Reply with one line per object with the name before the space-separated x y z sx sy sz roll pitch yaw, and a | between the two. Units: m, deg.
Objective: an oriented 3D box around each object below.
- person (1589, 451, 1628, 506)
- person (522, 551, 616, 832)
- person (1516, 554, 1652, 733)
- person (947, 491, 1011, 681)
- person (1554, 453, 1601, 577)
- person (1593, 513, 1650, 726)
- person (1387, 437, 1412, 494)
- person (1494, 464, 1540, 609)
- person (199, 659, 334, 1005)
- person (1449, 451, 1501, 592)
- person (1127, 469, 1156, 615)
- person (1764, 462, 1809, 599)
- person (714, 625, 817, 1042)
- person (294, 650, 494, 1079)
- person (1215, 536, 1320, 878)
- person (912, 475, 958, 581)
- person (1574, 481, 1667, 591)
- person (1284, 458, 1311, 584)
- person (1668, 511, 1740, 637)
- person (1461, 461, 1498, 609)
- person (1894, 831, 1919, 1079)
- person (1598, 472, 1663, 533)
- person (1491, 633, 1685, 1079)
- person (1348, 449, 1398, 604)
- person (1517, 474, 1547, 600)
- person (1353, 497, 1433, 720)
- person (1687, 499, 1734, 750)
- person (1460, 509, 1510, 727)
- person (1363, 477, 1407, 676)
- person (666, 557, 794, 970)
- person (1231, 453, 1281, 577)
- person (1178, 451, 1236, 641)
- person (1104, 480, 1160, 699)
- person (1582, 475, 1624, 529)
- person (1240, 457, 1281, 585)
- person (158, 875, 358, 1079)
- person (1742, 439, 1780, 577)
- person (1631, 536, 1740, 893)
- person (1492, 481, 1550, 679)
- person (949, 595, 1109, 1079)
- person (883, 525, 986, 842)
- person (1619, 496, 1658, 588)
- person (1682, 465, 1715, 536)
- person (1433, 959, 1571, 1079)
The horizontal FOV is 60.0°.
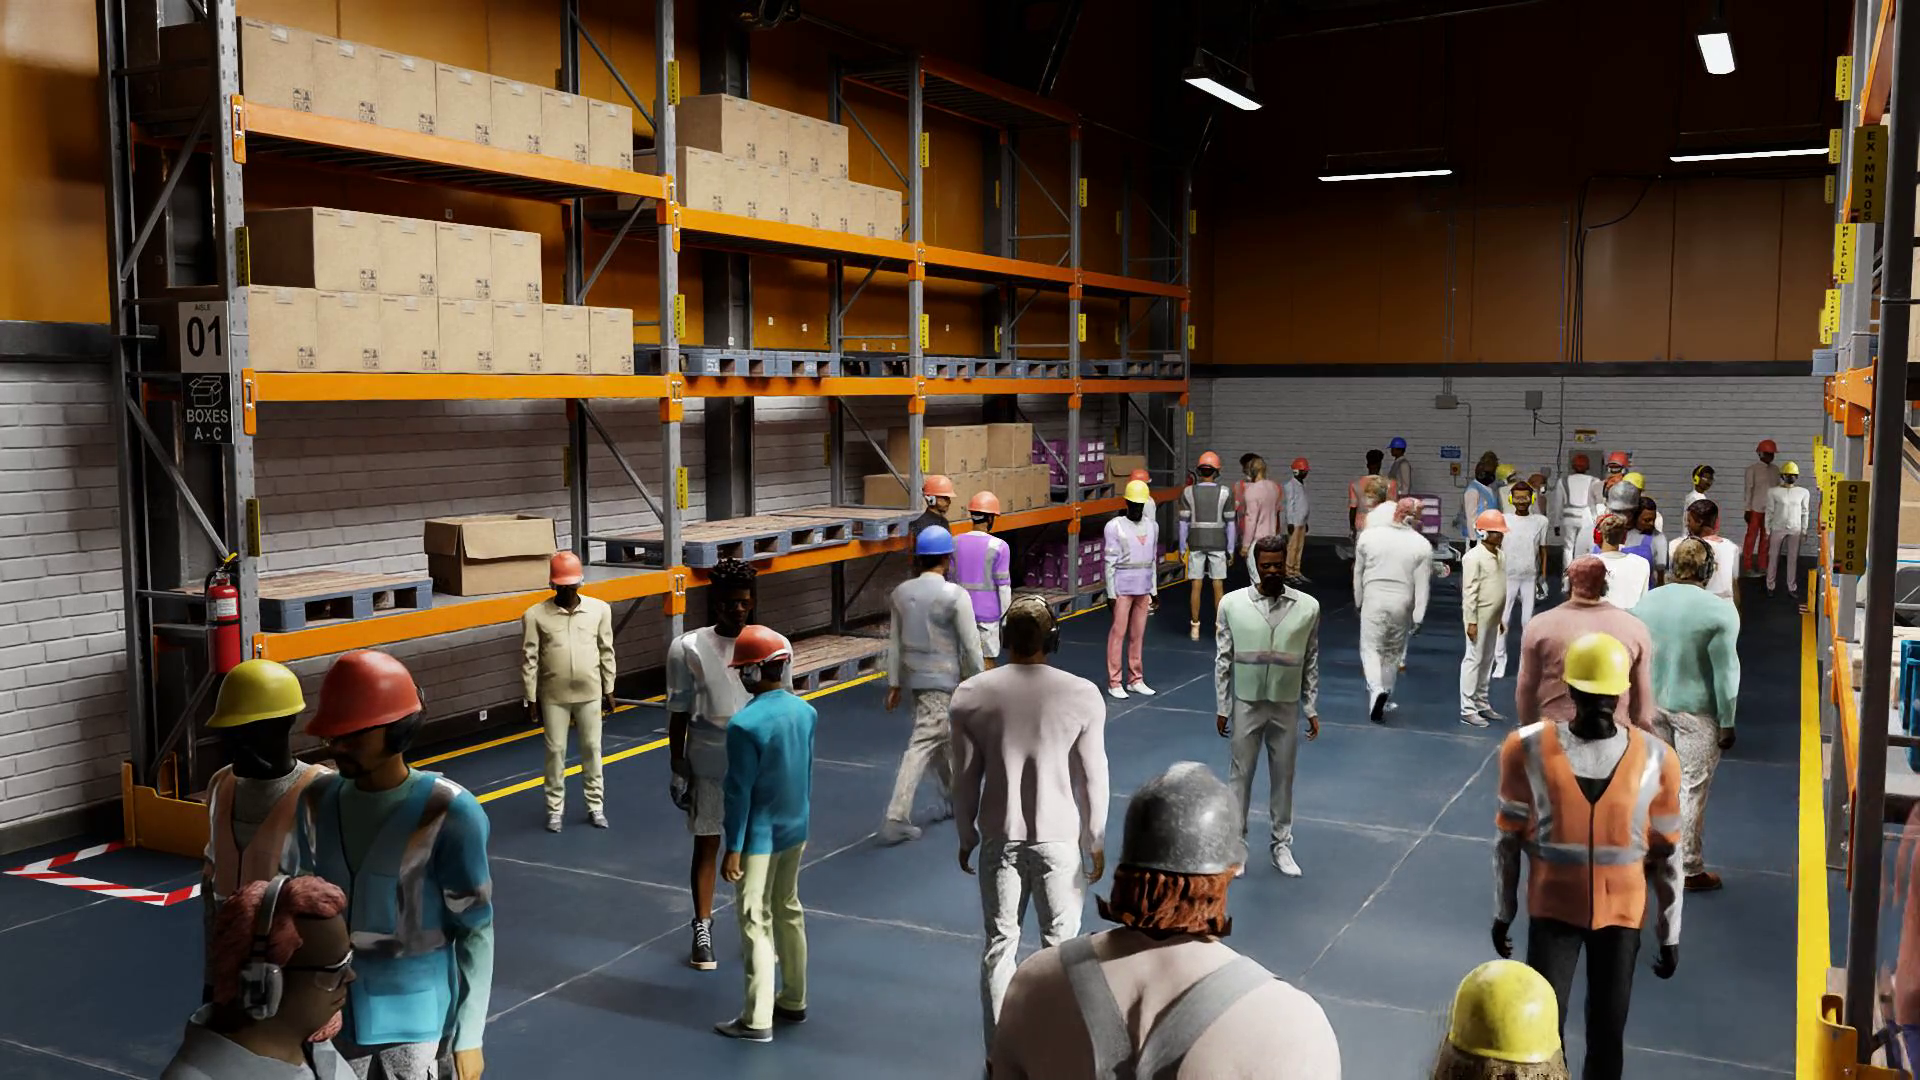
person | 7.681 -0.048 19.515 0.410 1.986 0.619 -5 7 -44
person | -2.408 0.931 10.273 0.573 1.738 0.351 -2 6 -23
person | 3.211 1.014 8.631 0.637 1.883 0.527 0 5 3
person | 0.157 0.579 13.084 0.550 1.925 0.391 3 6 26
person | 8.170 -0.222 21.997 0.584 1.865 0.662 2 6 23
person | 4.595 0.737 11.771 0.564 1.848 0.388 -1 5 -10
person | 6.858 -0.635 25.994 0.389 1.949 0.603 0 5 1
person | 6.839 -0.041 20.543 0.659 1.783 0.481 1 5 15
person | -2.100 1.317 5.105 0.594 1.926 0.366 2 6 22
person | 6.855 -0.228 21.918 1.016 1.872 0.737 -2 6 -21
person | 2.158 0.026 19.922 0.342 1.751 0.563 -1 5 -11
person | 10.660 -0.124 21.454 0.531 1.772 0.301 1 5 11
person | -0.835 1.228 7.072 0.350 1.739 0.575 3 6 27
person | -1.589 1.311 4.567 0.616 2.040 0.382 2 6 19
person | 1.724 0.928 9.347 0.589 1.920 0.392 0 5 -1
person | -0.208 0.429 14.394 0.418 1.984 0.602 2 6 19
person | 5.066 0.548 12.782 0.672 2.000 0.536 2 6 16
person | 4.710 -0.268 23.099 0.343 1.746 0.578 4 6 34
person | 6.136 0.592 13.635 0.822 1.804 0.592 -4 7 -38
person | 6.383 -0.052 20.372 0.431 1.835 0.624 4 7 38
person | 2.821 1.337 4.652 0.652 1.974 0.481 -5 7 -43
person | 6.485 0.302 16.142 0.590 1.912 0.397 2 6 22
person | 2.147 1.266 5.692 0.616 1.914 0.404 1 5 15
person | 5.132 -0.147 20.670 0.632 1.965 0.376 2 6 20
person | 7.313 -0.029 21.211 0.502 1.627 0.277 -4 7 -37
person | 3.557 0.561 13.706 0.650 1.843 0.785 2 6 18
person | 5.576 0.648 12.430 0.398 1.909 0.599 5 7 43
person | 4.282 0.623 13.499 0.340 1.752 0.564 5 7 44
person | 3.994 0.356 15.625 0.380 1.904 0.698 4 7 37
person | -1.074 1.050 7.853 0.611 1.958 0.368 -1 5 -15
person | 3.566 -0.096 20.270 0.618 1.929 0.721 3 6 29
person | 2.660 0.069 17.918 0.610 2.043 0.397 1 5 13
person | 1.529 0.430 14.668 0.589 1.923 0.383 -4 6 -34
person | 6.381 0.299 16.335 0.575 1.880 0.358 0 5 0
person | 3.411 0.023 19.006 0.373 1.935 0.627 4 7 39
person | -1.200 1.533 2.960 0.400 1.900 0.642 0 5 -3
person | 11.501 -0.449 23.812 0.626 1.985 0.417 -2 6 -22
person | 3.968 0.944 9.140 0.380 1.930 0.626 -3 6 -29
person | 5.228 0.377 15.533 0.533 1.868 0.310 1 5 13
person | 0.273 1.179 6.533 0.627 1.941 0.370 1 5 11
person | -0.159 0.863 10.215 1.041 1.897 0.604 -5 7 -43
person | 5.204 0.611 12.842 0.598 1.907 0.409 -3 6 -31
person | 8.257 0.092 18.630 0.322 1.863 0.528 3 6 31
person | 0.960 1.617 3.052 0.497 1.711 0.799 3 6 28
